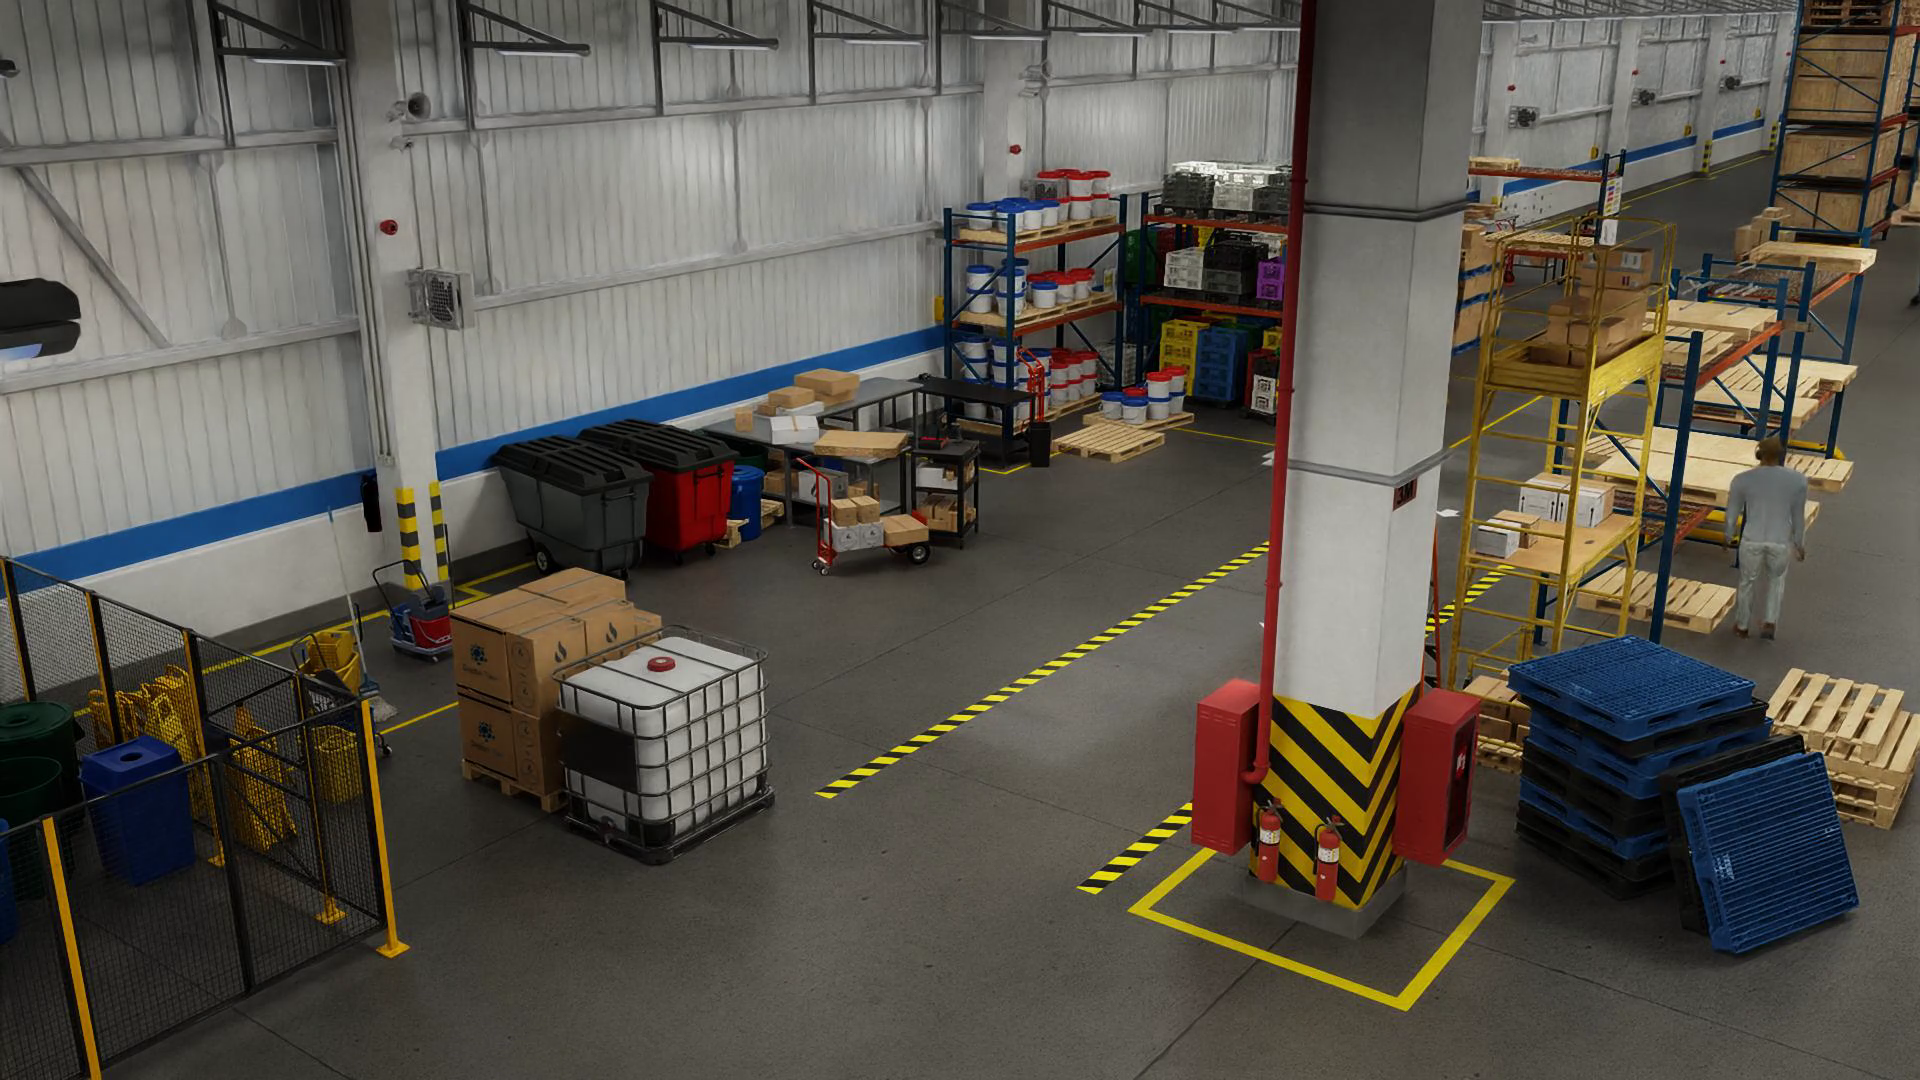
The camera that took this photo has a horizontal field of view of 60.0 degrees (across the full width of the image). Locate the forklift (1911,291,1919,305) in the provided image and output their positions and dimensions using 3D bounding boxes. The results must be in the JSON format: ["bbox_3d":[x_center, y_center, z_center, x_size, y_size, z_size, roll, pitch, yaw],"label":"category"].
[{"bbox_3d":[19.221,-5.955,31.846,1.129,2.768,1.873,13,22,34],"label":"forklift"}]

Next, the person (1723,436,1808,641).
[{"bbox_3d":[7.290,0.019,15.084,0.689,1.924,0.696,6,19,17],"label":"person"}]
